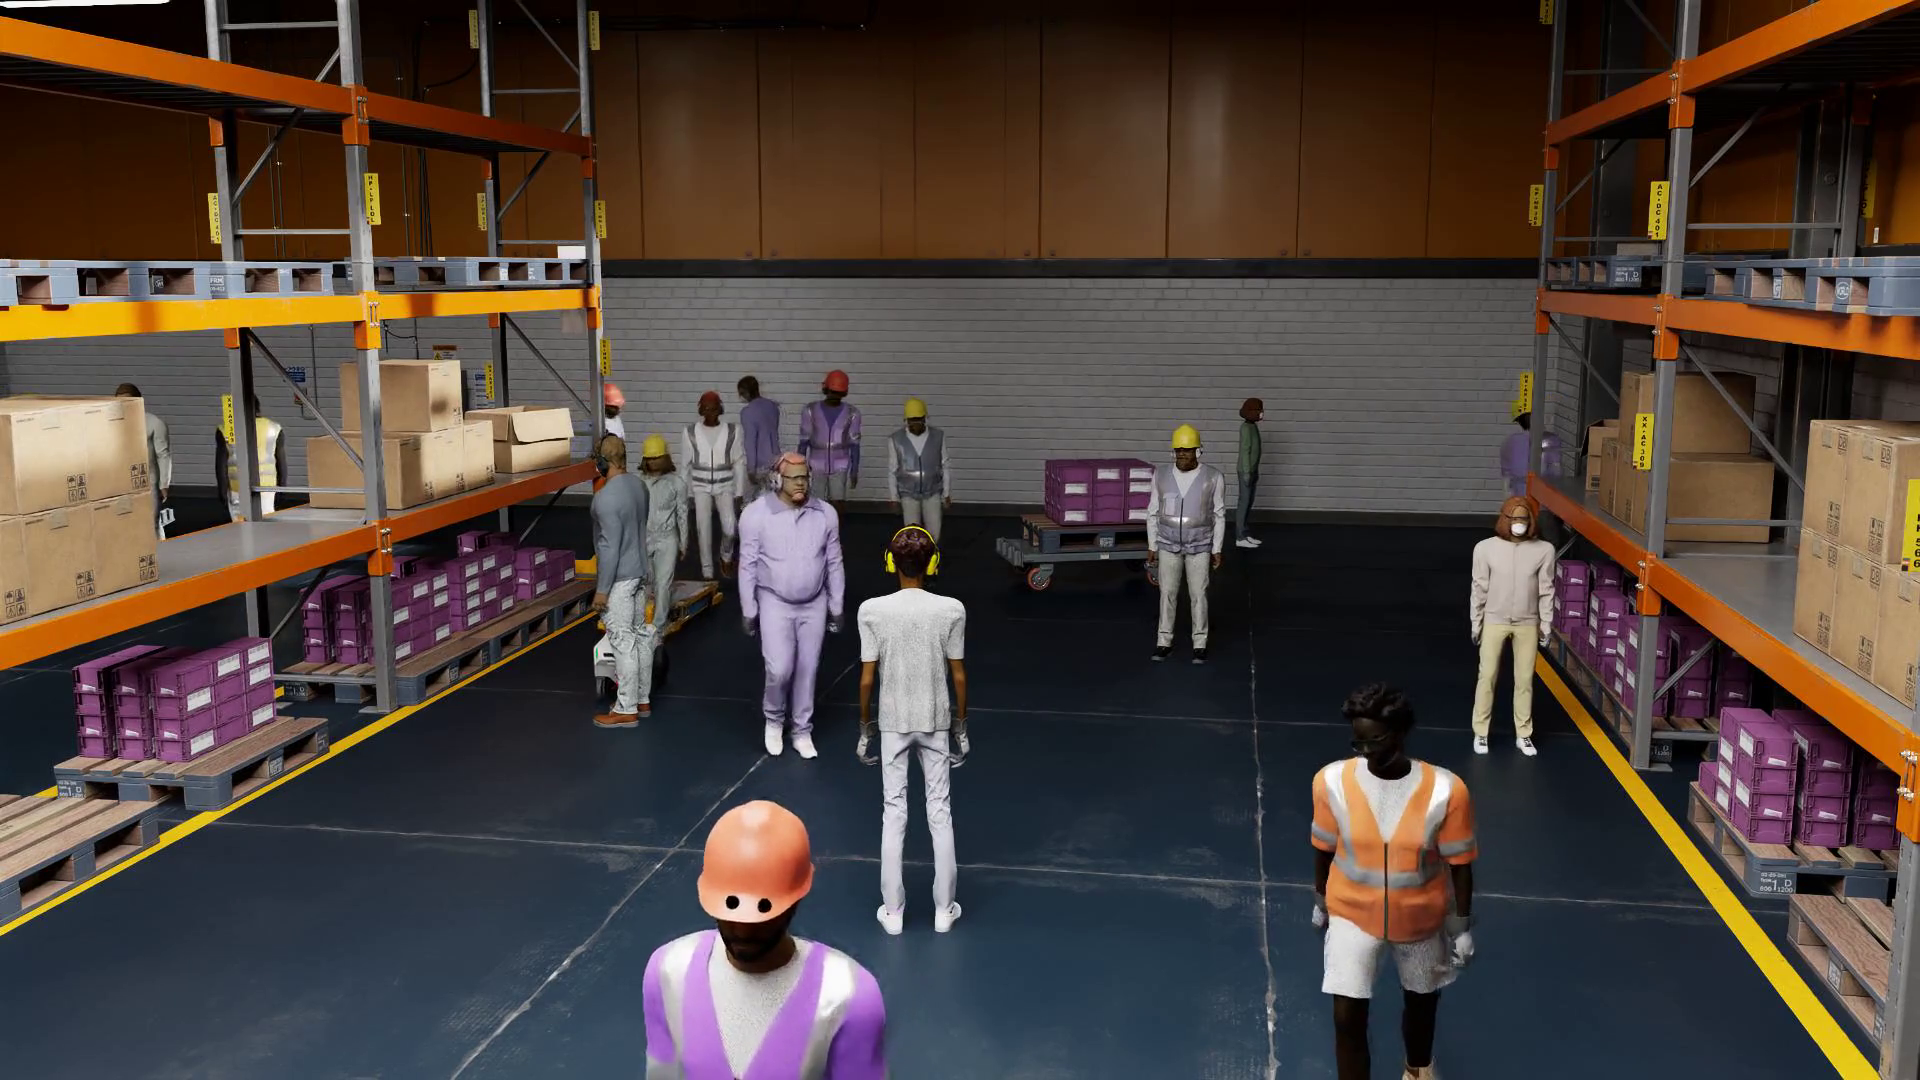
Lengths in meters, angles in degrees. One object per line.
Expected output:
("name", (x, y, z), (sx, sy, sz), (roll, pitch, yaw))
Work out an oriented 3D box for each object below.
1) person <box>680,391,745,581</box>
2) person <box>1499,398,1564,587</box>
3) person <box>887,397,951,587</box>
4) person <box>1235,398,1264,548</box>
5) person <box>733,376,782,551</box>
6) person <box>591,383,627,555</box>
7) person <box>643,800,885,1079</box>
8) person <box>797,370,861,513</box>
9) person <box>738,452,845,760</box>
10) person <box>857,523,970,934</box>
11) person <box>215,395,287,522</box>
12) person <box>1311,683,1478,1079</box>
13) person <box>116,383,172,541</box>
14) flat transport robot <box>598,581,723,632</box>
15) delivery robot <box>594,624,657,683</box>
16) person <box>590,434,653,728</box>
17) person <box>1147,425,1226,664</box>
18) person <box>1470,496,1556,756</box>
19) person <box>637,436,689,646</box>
("person", (-2.336, -0.475, 15.700), (0.607, 1.870, 0.589), (-1, 9, -8))
("person", (5.103, -0.326, 14.798), (0.382, 1.863, 0.691), (-8, 12, -42))
("person", (-0.385, -0.440, 15.674), (0.611, 1.808, 0.540), (-1, 9, -5))
("person", (3.141, -0.730, 18.033), (0.284, 1.626, 0.502), (3, 10, 20))
("person", (-2.146, -0.800, 17.643), (0.829, 1.888, 0.759), (6, 11, 32))
("person", (-3.435, -0.609, 16.437), (0.480, 1.910, 0.575), (1, 9, 8))
("person", (-0.408, 1.454, 3.658), (0.549, 1.917, 0.589), (2, 9, 14))
("person", (-1.339, -0.732, 16.868), (0.691, 2.002, 0.648), (-1, 9, -5))
("person", (-1.006, 0.409, 10.156), (0.670, 1.894, 0.432), (-4, 10, -26))
("person", (-0.209, 0.853, 7.512), (0.512, 1.873, 0.329), (0, 9, -3))
("person", (-6.977, -0.556, 16.364), (0.660, 1.812, 0.853), (-5, 10, -28))
("person", (1.477, 1.267, 5.642), (0.574, 1.661, 0.622), (2, 10, 15))
("person", (-7.804, -0.521, 15.775), (0.630, 1.938, 0.369), (-1, 9, -4))
("flat transport robot", (-2.558, 0.545, 14.331), (0.652, 0.197, 1.431), (1, 9, 8))
("delivery robot", (-2.370, 0.766, 11.808), (0.477, 0.478, 0.707), (0, 9, -1))
("person", (-2.235, 0.267, 10.930), (0.371, 1.935, 0.627), (2, 9, 12))
("person", (1.714, 0.032, 12.688), (0.600, 1.831, 0.404), (3, 10, 17))
("person", (3.400, 0.530, 10.266), (0.497, 1.625, 0.285), (1, 9, 8))
("person", (-2.394, 0.000, 13.297), (0.481, 1.700, 0.919), (2, 9, 10))
